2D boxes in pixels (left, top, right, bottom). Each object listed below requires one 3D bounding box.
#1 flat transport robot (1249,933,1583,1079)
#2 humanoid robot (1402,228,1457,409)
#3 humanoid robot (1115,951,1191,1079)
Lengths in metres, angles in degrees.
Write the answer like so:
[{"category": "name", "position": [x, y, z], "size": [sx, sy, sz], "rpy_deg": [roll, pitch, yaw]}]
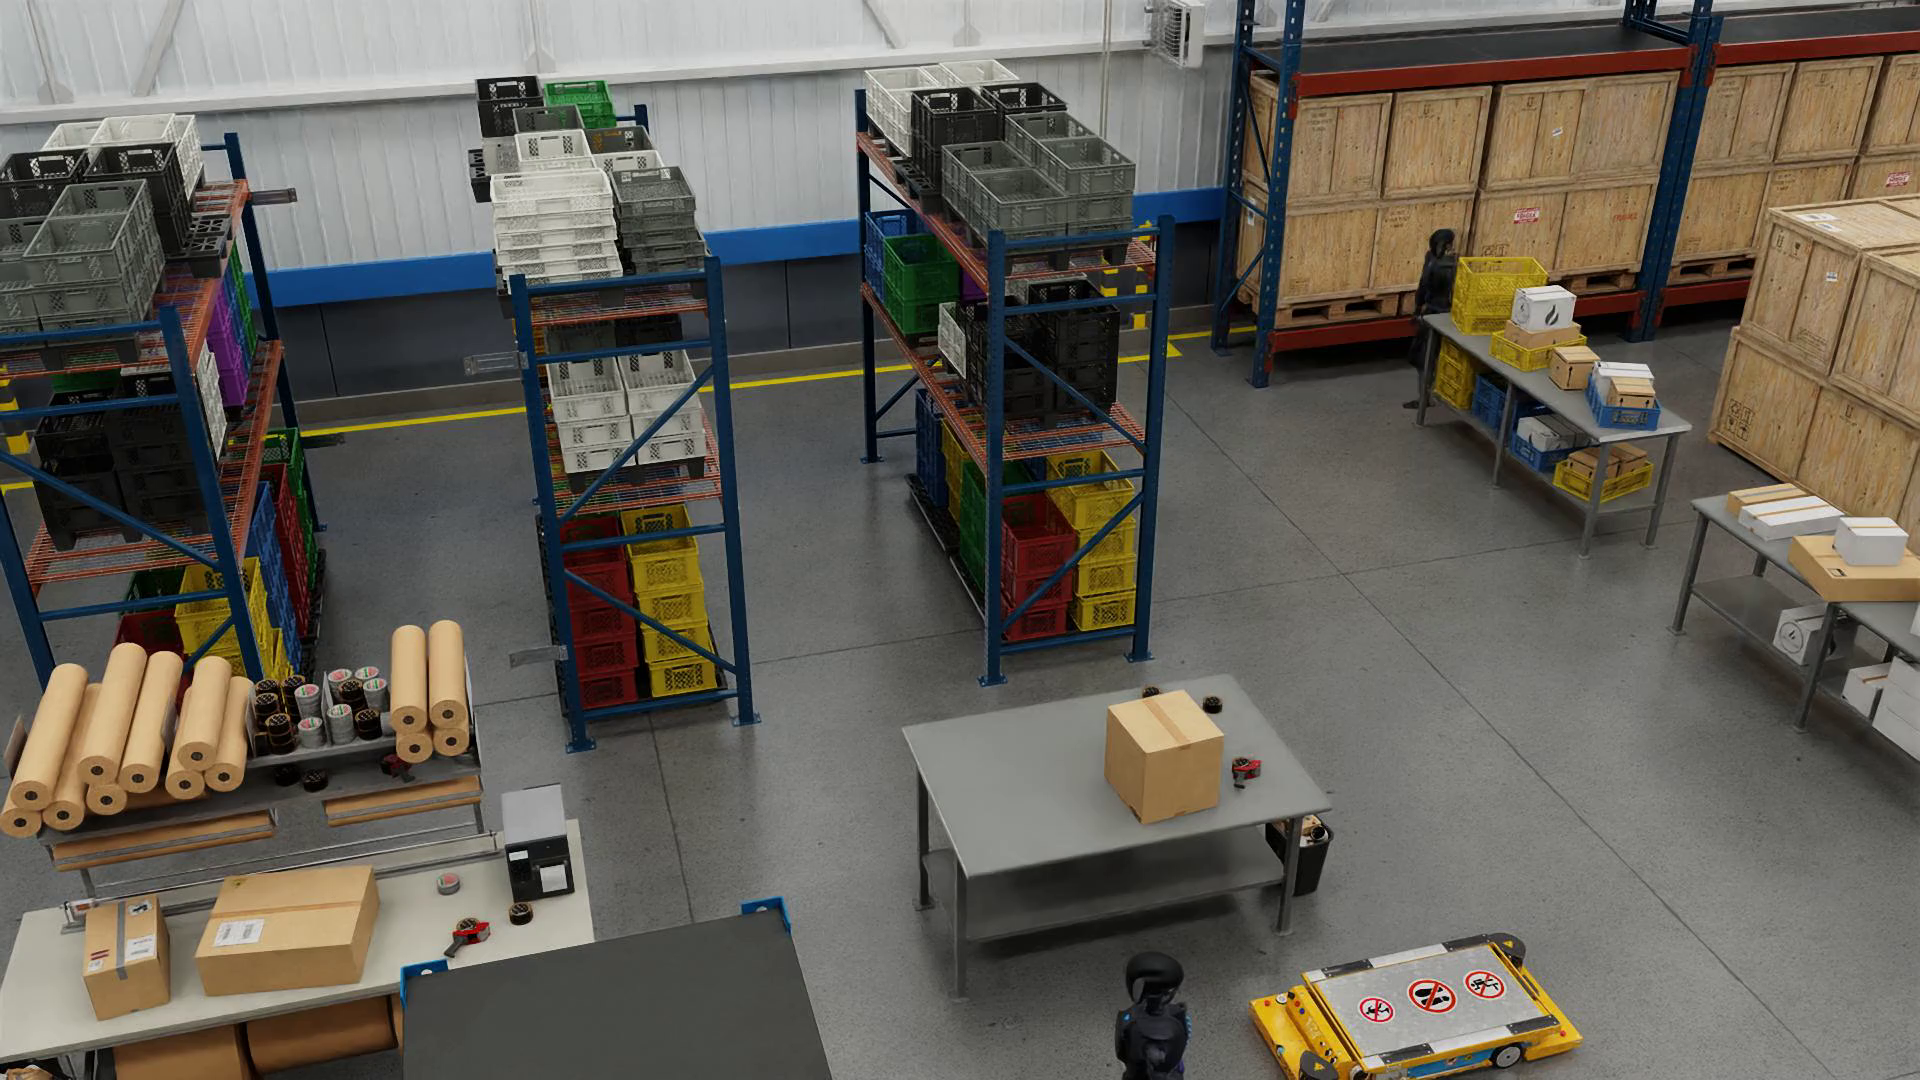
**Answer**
[{"category": "flat transport robot", "position": [2.184, 2.282, 7.980], "size": [1.431, 0.197, 0.652], "rpy_deg": [-8, 30, -14]}, {"category": "humanoid robot", "position": [4.022, -1.883, 14.135], "size": [0.380, 1.644, 0.623], "rpy_deg": [-5, 29, -9]}, {"category": "humanoid robot", "position": [0.724, 2.268, 6.557], "size": [0.331, 1.657, 0.599], "rpy_deg": [0, 29, 1]}]
